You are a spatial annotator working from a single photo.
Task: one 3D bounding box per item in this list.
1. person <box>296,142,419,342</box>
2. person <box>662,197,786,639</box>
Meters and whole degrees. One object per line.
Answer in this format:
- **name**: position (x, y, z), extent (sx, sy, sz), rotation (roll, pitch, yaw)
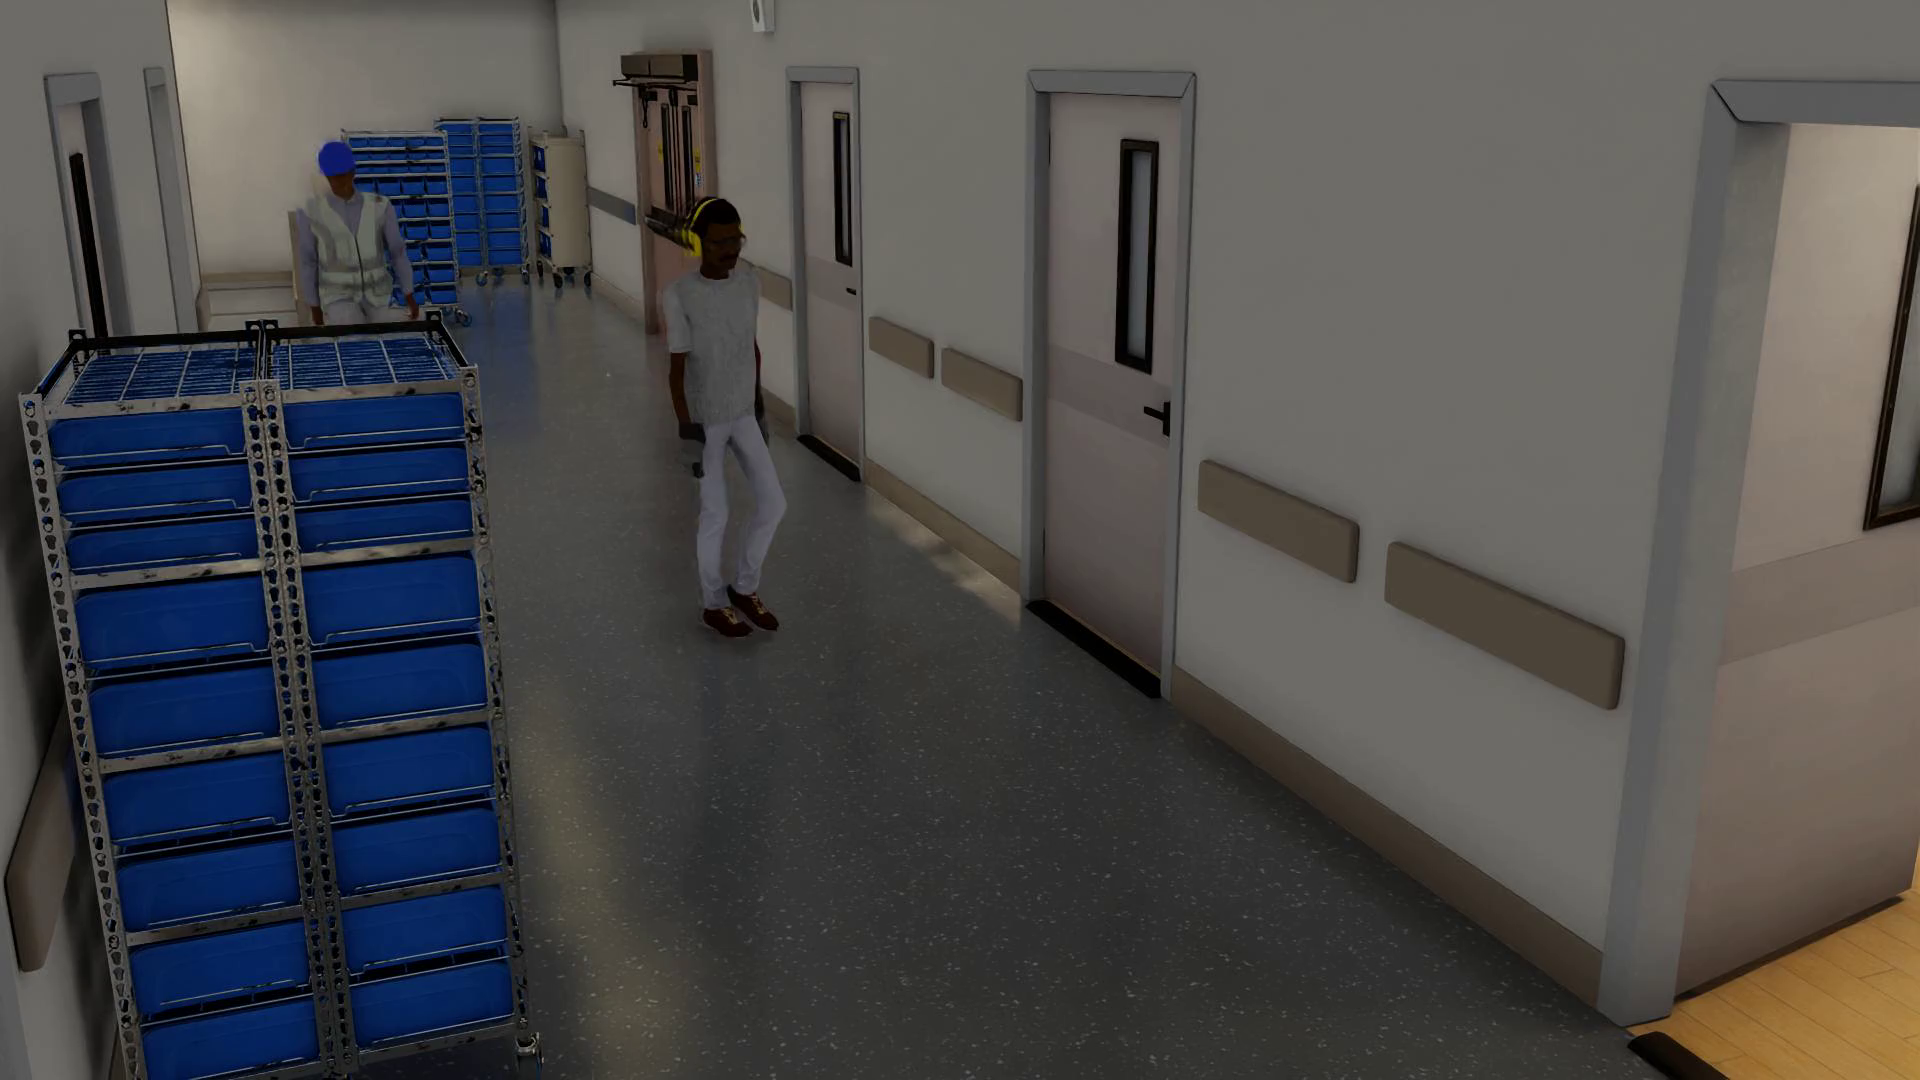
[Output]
- **person**: position (-3.743, -1.525, 10.402), extent (0.621, 1.875, 1.050), rotation (-11, 20, -34)
- **person**: position (-0.945, -0.473, 6.839), extent (0.492, 1.843, 0.537), rotation (15, 22, 41)
